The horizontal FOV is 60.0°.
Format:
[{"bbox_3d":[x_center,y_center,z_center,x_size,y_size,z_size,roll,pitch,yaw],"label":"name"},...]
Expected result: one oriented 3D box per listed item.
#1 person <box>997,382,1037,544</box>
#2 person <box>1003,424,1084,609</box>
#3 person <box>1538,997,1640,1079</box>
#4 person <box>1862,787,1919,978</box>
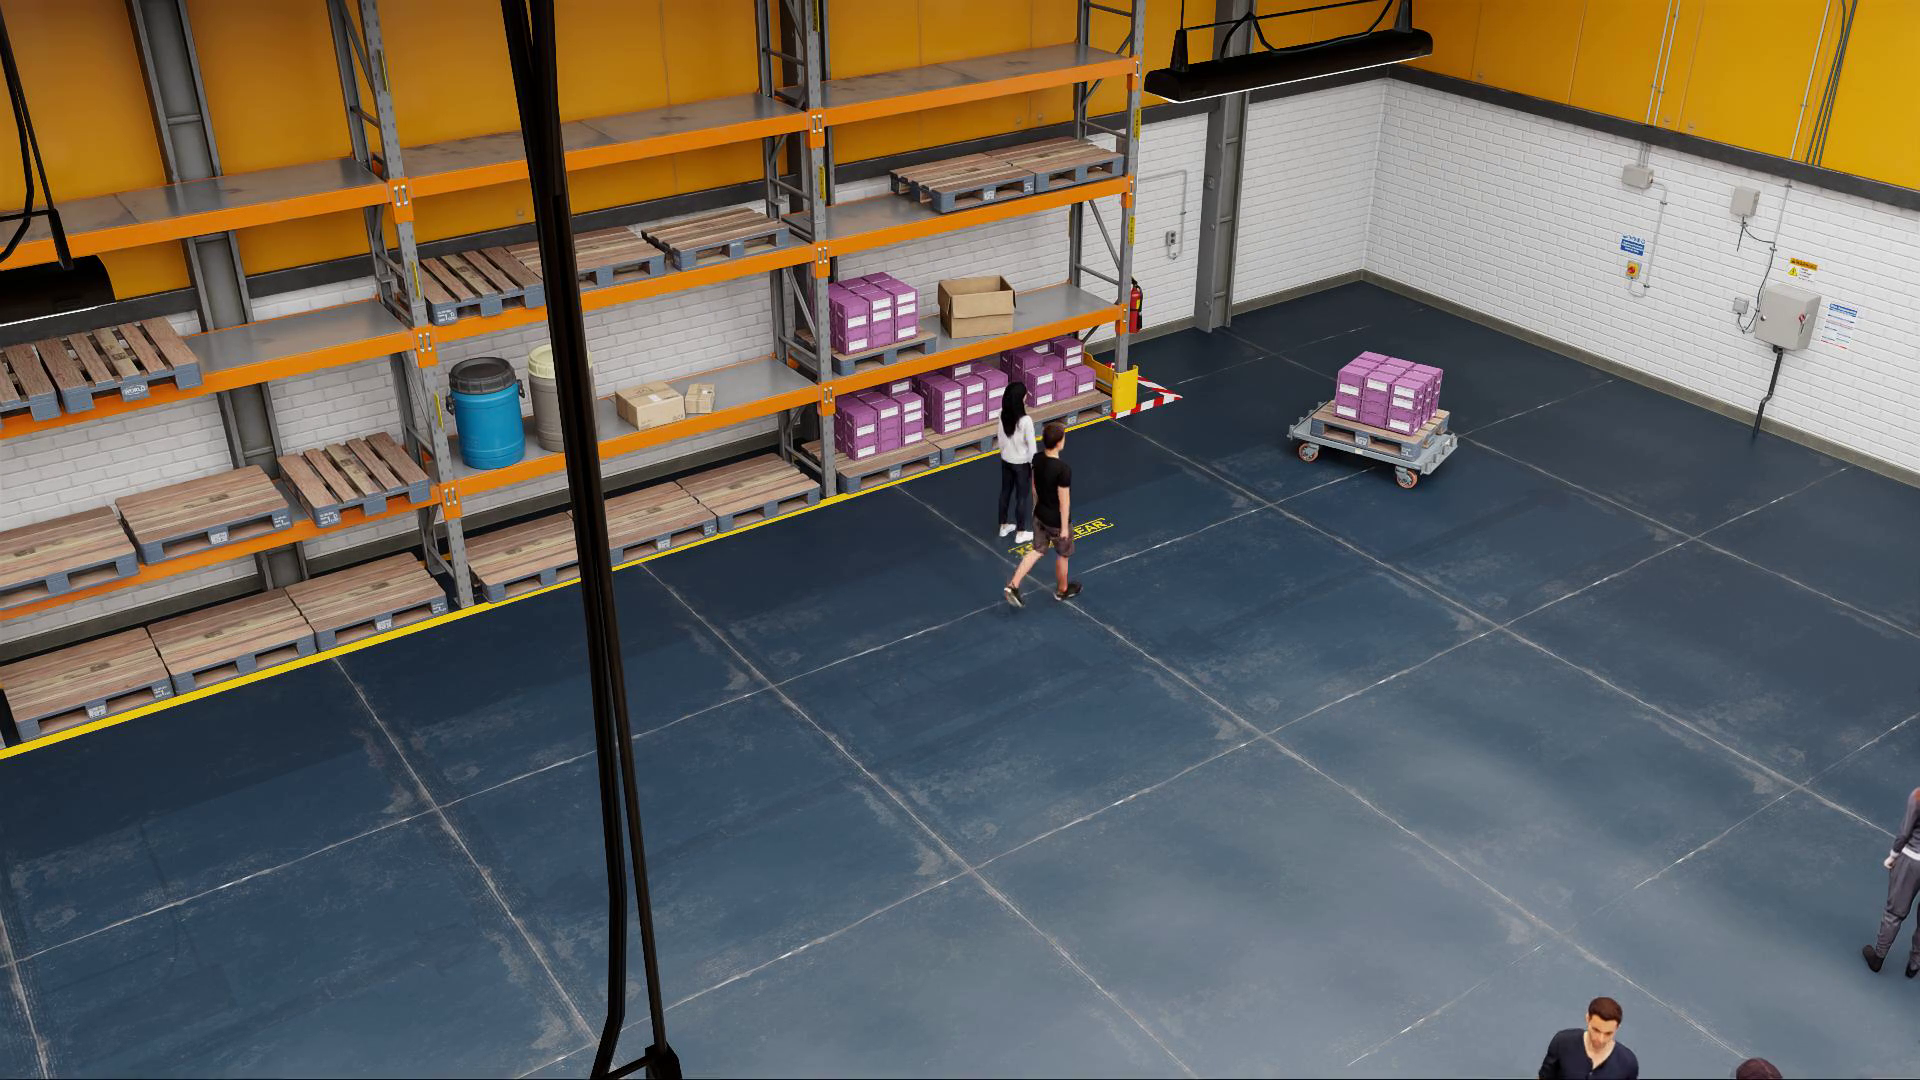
[{"bbox_3d":[0.552,-0.789,16.525,0.664,1.701,0.618,24,37,37],"label":"person"},{"bbox_3d":[0.769,-0.193,15.289,1.110,1.840,0.684,-20,34,-32],"label":"person"},{"bbox_3d":[3.373,3.161,9.126,0.828,1.852,0.886,11,31,20],"label":"person"},{"bbox_3d":[6.400,2.159,11.040,0.661,1.779,0.679,10,30,18],"label":"person"}]
